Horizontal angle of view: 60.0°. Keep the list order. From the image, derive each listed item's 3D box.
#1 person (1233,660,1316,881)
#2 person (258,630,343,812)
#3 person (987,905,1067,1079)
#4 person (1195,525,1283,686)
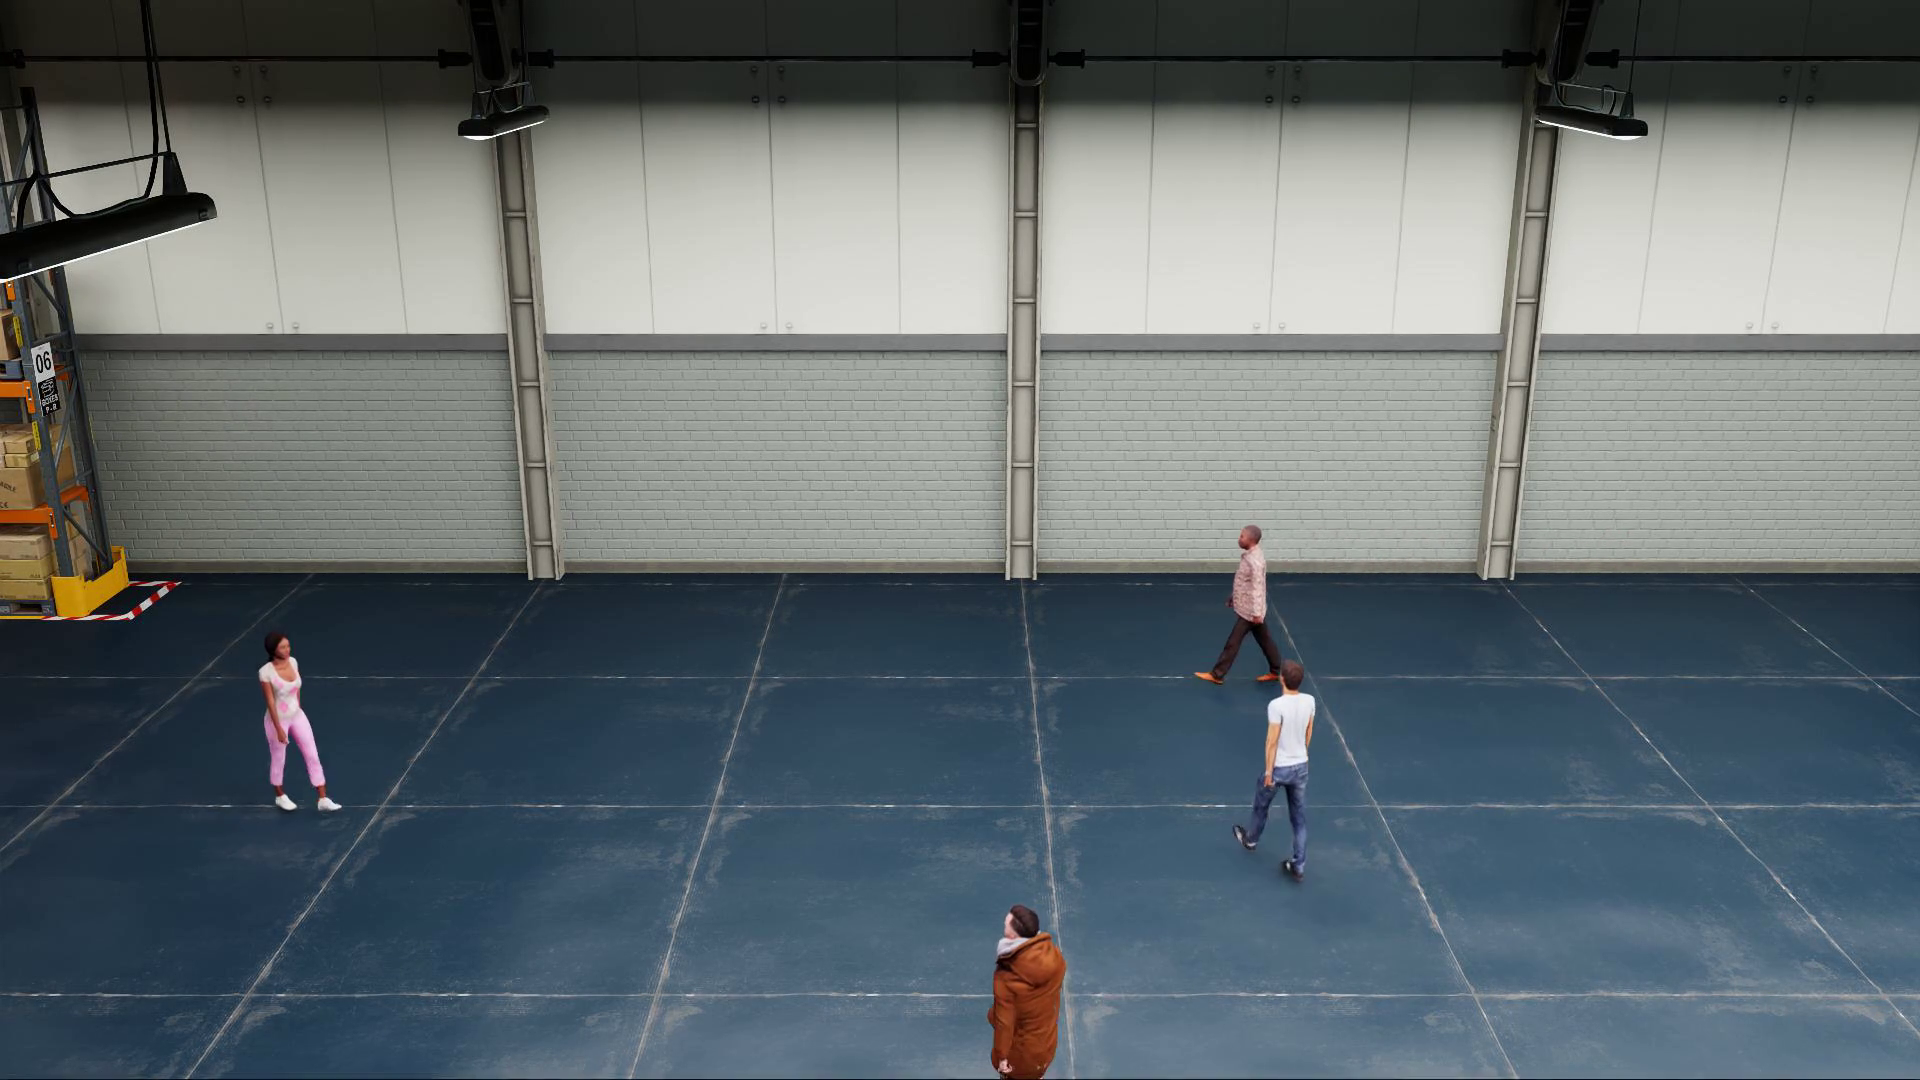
[{"bbox_3d":[2.722,1.908,13.594,1.082,1.836,0.947,-7,19,-20],"label":"person"},{"bbox_3d":[-6.033,1.609,14.708,1.038,1.715,0.873,11,21,29],"label":"person"},{"bbox_3d":[0.462,3.065,10.064,0.966,1.823,1.018,-15,24,-39],"label":"person"},{"bbox_3d":[3.129,0.718,17.372,1.237,1.761,0.810,3,18,8],"label":"person"}]
